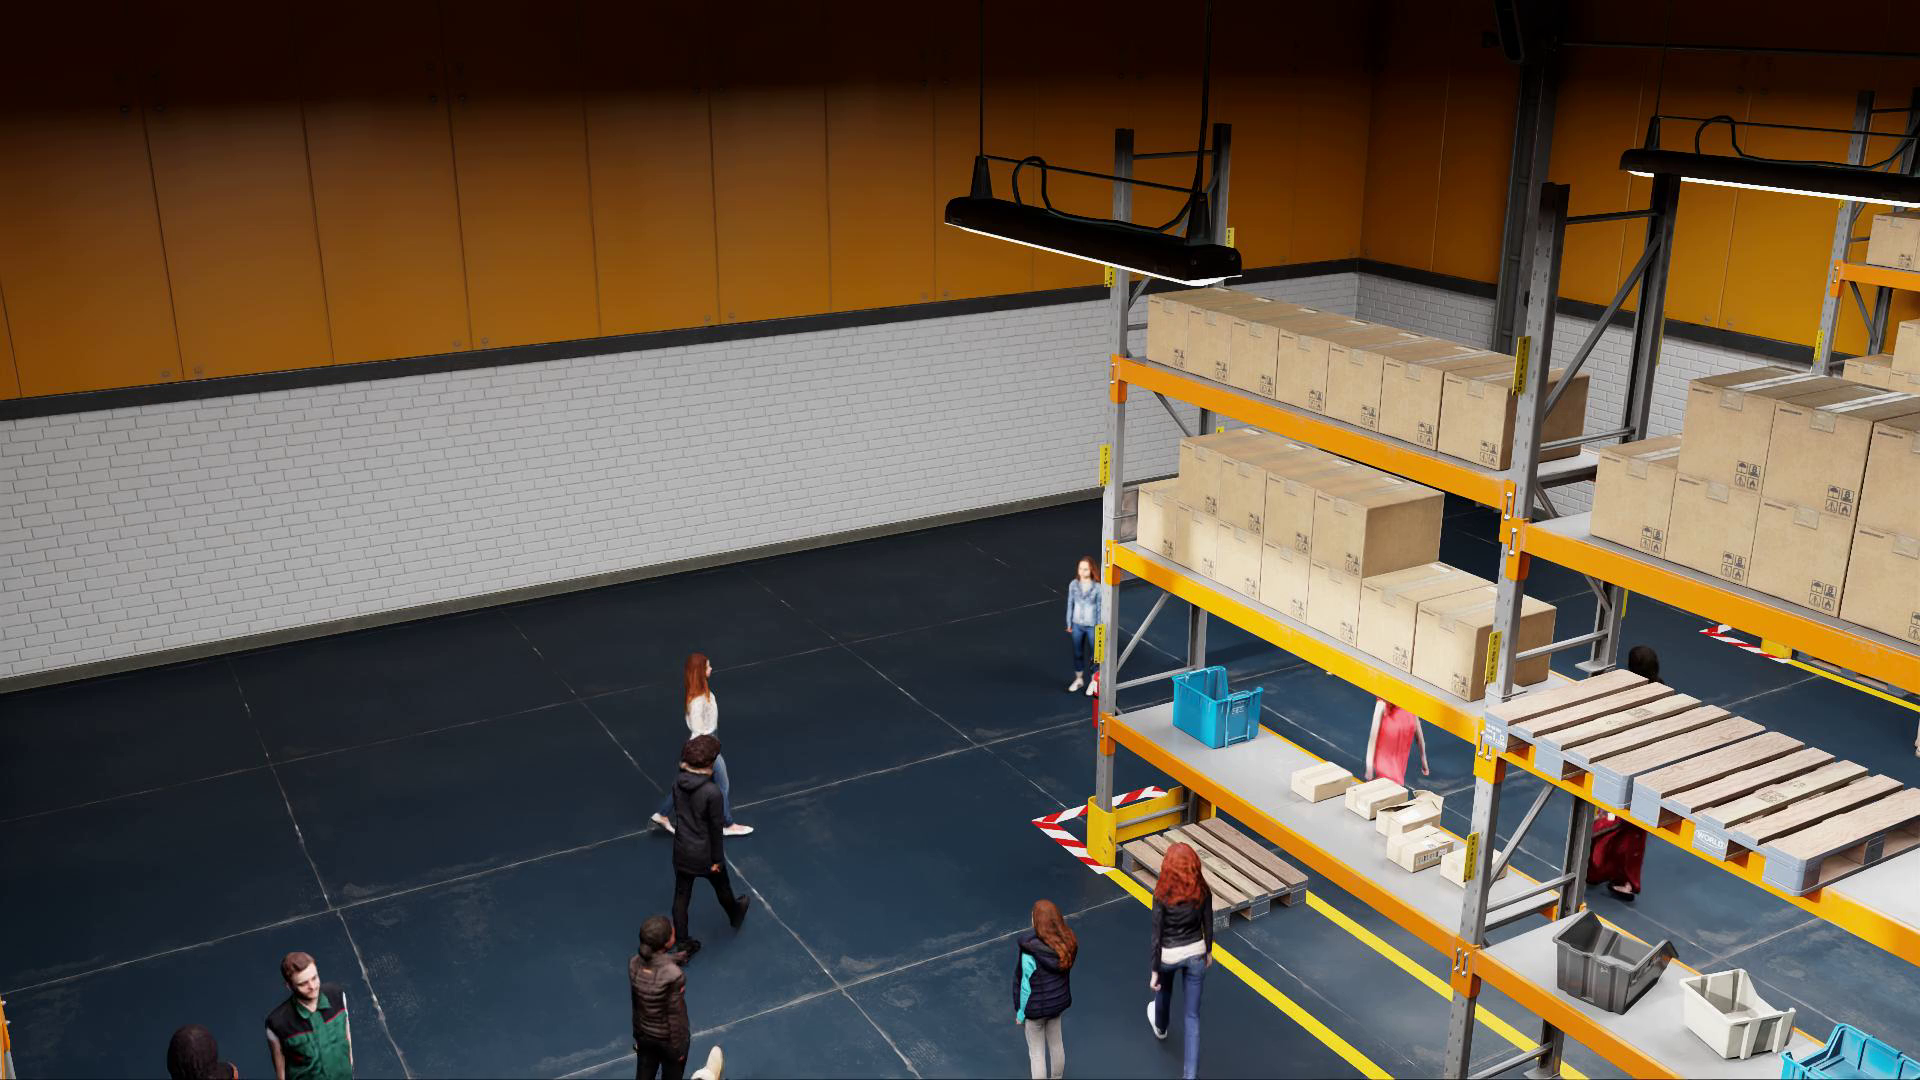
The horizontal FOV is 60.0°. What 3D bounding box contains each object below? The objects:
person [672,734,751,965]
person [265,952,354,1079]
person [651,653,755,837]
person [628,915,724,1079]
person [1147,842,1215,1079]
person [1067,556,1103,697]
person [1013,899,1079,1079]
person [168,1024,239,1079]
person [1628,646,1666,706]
[{"bbox_3d":[-1.999,2.344,12.362,1.079,1.734,1.083,7,20,20],"label":"person"},{"bbox_3d":[-3.781,3.183,9.729,1.064,1.824,0.856,14,23,36],"label":"person"},{"bbox_3d":[-2.270,1.765,14.131,0.881,1.702,1.097,-4,19,-11],"label":"person"},{"bbox_3d":[-1.798,3.038,10.425,0.908,1.655,0.886,-6,19,-16],"label":"person"},{"bbox_3d":[1.457,2.862,10.851,0.993,1.716,1.339,-1,19,-3],"label":"person"},{"bbox_3d":[1.315,0.870,17.144,0.594,1.474,0.687,9,21,24],"label":"person"},{"bbox_3d":[0.547,3.000,10.780,0.628,1.500,0.644,-16,25,-40],"label":"person"},{"bbox_3d":[-4.022,3.470,9.070,0.739,1.700,1.141,-17,25,-41],"label":"person"},{"bbox_3d":[5.711,1.737,14.037,0.741,1.814,0.746,14,23,37],"label":"person"}]
